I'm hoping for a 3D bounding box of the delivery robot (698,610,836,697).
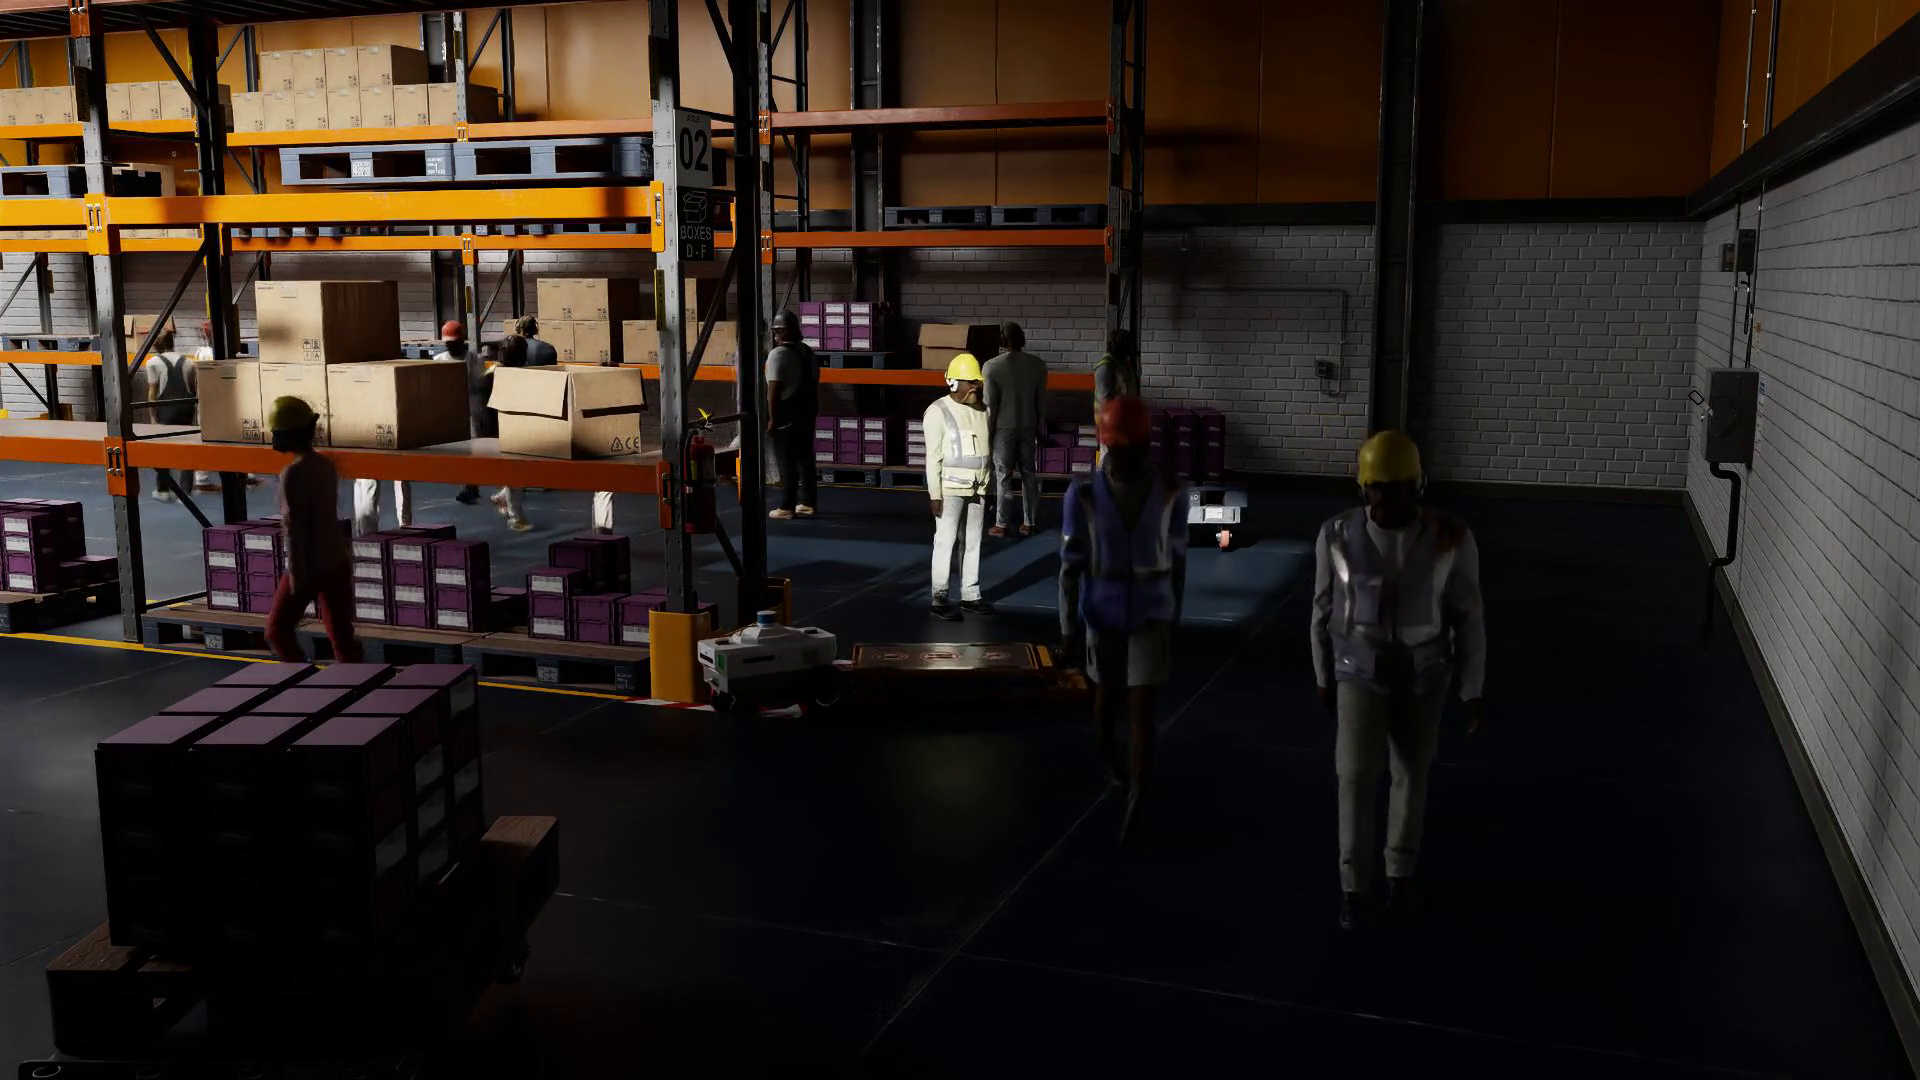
[{"bbox_3d":[-1.034,0.622,8.910,0.707,0.478,0.477,-5,11,-30],"label":"delivery robot"}]

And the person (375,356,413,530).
[{"bbox_3d":[-5.114,-0.990,14.817,0.625,1.992,0.386,-4,10,-25],"label":"person"}]

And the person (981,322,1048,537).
[{"bbox_3d":[0.479,-0.987,14.981,0.630,1.938,0.372,-4,10,-22],"label":"person"}]

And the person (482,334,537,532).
[{"bbox_3d":[-4.128,-0.988,15.344,0.525,1.824,0.642,5,10,28],"label":"person"}]

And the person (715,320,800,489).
[{"bbox_3d":[-2.275,-1.492,18.271,0.973,1.902,0.637,3,10,18],"label":"person"}]

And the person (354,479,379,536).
[{"bbox_3d":[-5.077,-0.846,14.270,0.345,1.884,0.584,-4,10,-25],"label":"person"}]

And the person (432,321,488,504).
[{"bbox_3d":[-5.172,-1.313,17.202,0.545,1.877,0.920,0,9,1],"label":"person"}]

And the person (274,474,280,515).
[{"bbox_3d":[-5.059,-0.603,12.704,0.400,1.902,0.647,-6,11,-33],"label":"person"}]

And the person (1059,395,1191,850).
[{"bbox_3d":[0.704,0.294,7.174,0.554,1.878,1.056,1,9,3],"label":"person"}]

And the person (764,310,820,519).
[{"bbox_3d":[-1.673,-1.237,16.227,0.538,2.000,0.688,6,11,32],"label":"person"}]

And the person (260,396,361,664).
[{"bbox_3d":[-3.320,0.137,8.495,0.490,1.747,0.590,1,9,9],"label":"person"}]

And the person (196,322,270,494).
[{"bbox_3d":[-7.905,-1.426,17.991,0.869,1.850,0.611,-5,10,-27],"label":"person"}]

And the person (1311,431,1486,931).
[{"bbox_3d":[1.572,0.511,6.003,0.609,1.801,0.677,2,9,12],"label":"person"}]

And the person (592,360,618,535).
[{"bbox_3d":[-2.998,-0.700,14.110,0.315,1.640,0.515,-3,9,-16],"label":"person"}]

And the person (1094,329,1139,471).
[{"bbox_3d":[1.524,-1.126,16.156,0.429,1.841,0.634,4,10,23],"label":"person"}]

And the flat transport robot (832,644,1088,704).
[{"bbox_3d":[-0.029,0.742,9.335,1.431,0.197,0.652,0,9,-1],"label":"flat transport robot"}]

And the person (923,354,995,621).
[{"bbox_3d":[0.018,-0.361,11.402,0.594,1.825,0.404,-9,12,-43],"label":"person"}]

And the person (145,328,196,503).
[{"bbox_3d":[-8.176,-1.285,17.233,0.522,1.806,0.804,-9,12,-43],"label":"person"}]

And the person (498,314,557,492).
[{"bbox_3d":[-4.674,-1.482,18.086,0.635,1.939,0.366,-3,9,-17],"label":"person"}]
